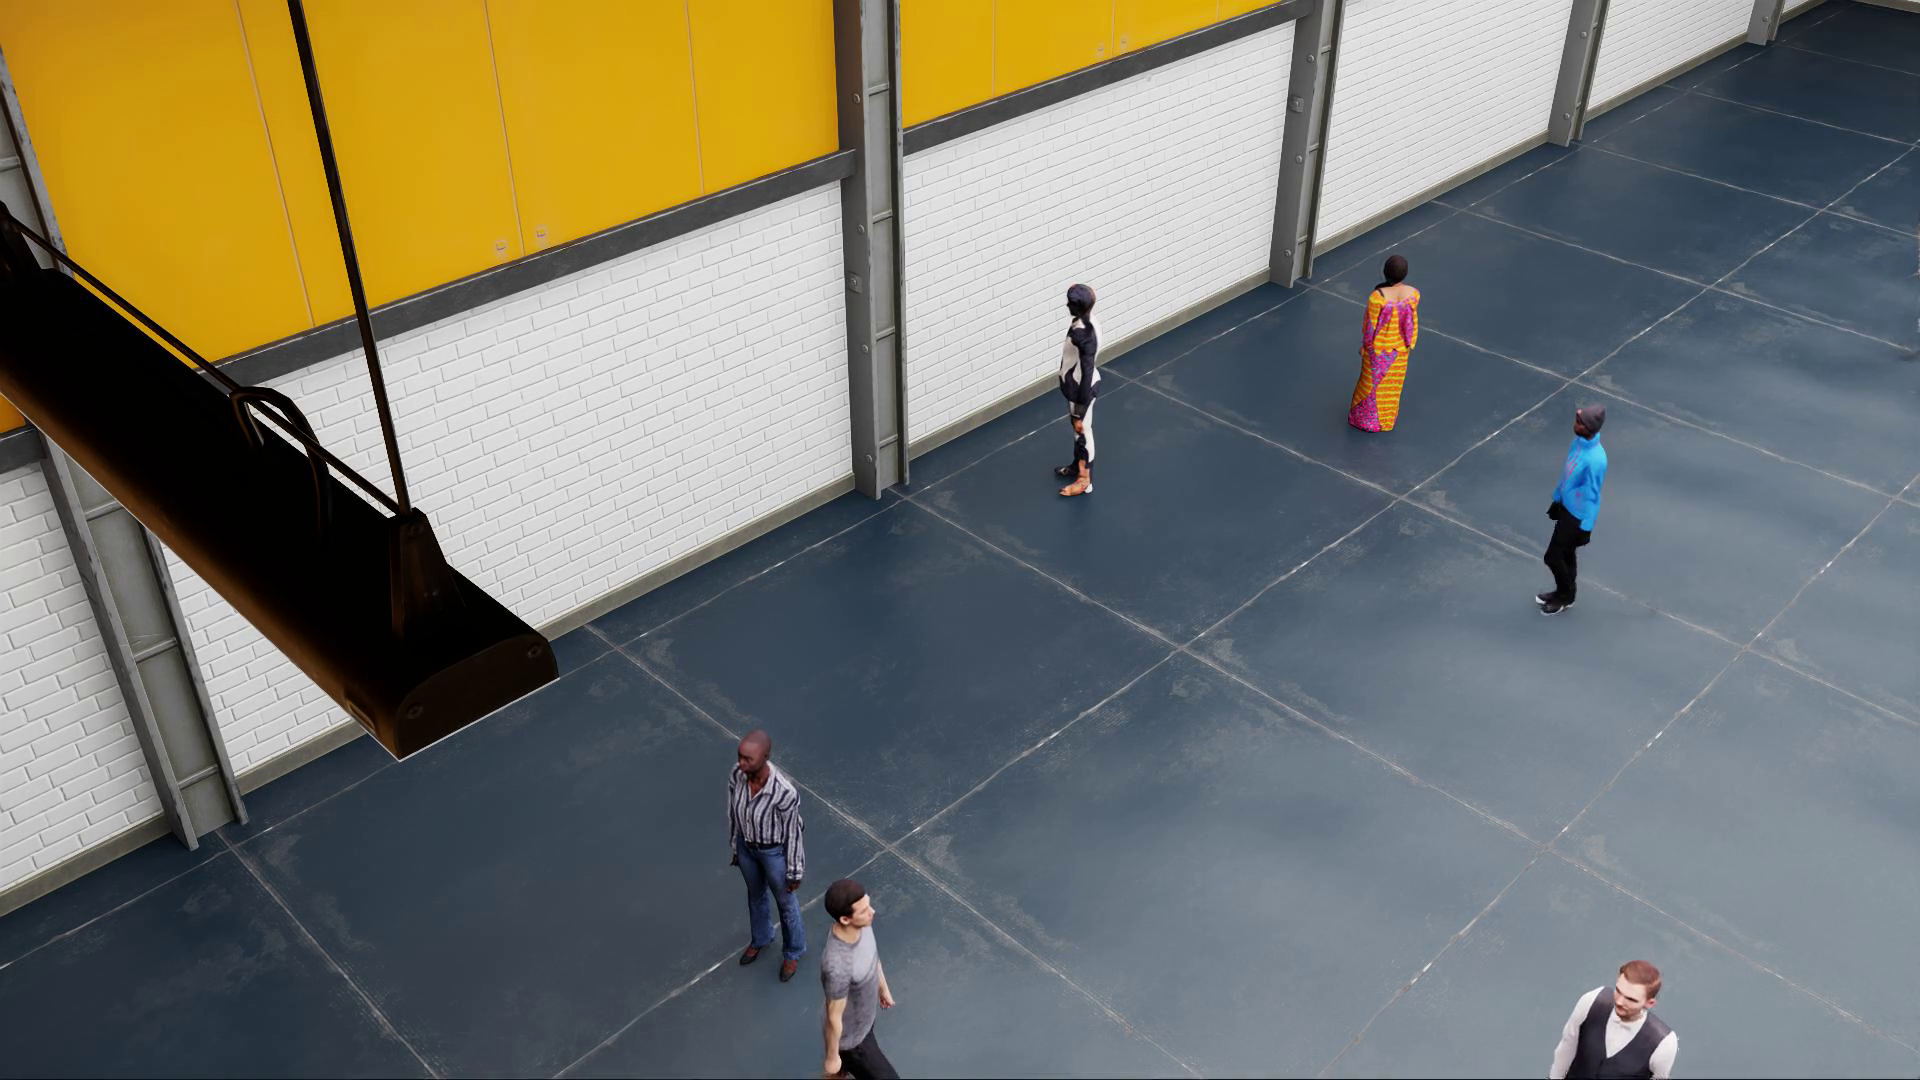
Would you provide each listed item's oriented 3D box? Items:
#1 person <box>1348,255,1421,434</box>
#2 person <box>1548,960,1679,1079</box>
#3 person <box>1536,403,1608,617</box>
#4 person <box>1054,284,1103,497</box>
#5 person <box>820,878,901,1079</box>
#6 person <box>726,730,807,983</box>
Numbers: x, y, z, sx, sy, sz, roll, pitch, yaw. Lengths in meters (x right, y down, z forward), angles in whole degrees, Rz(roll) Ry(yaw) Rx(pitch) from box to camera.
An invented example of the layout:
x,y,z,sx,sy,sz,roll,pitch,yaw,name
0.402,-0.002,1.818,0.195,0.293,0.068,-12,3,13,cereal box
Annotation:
x,y,z,sx,sy,sz,roll,pitch,yaw,name
3.799,-1.792,14.895,0.739,1.683,0.825,-9,35,-14,person
3.056,2.698,7.912,0.660,1.936,0.540,27,42,35,person
4.691,-0.207,12.421,0.818,1.782,0.763,-1,34,-2,person
1.018,-1.268,13.919,0.828,1.891,0.767,0,34,1,person
-0.637,2.417,8.408,1.024,1.854,0.993,5,34,8,person
-1.093,1.778,9.425,0.678,1.794,0.630,18,38,25,person
